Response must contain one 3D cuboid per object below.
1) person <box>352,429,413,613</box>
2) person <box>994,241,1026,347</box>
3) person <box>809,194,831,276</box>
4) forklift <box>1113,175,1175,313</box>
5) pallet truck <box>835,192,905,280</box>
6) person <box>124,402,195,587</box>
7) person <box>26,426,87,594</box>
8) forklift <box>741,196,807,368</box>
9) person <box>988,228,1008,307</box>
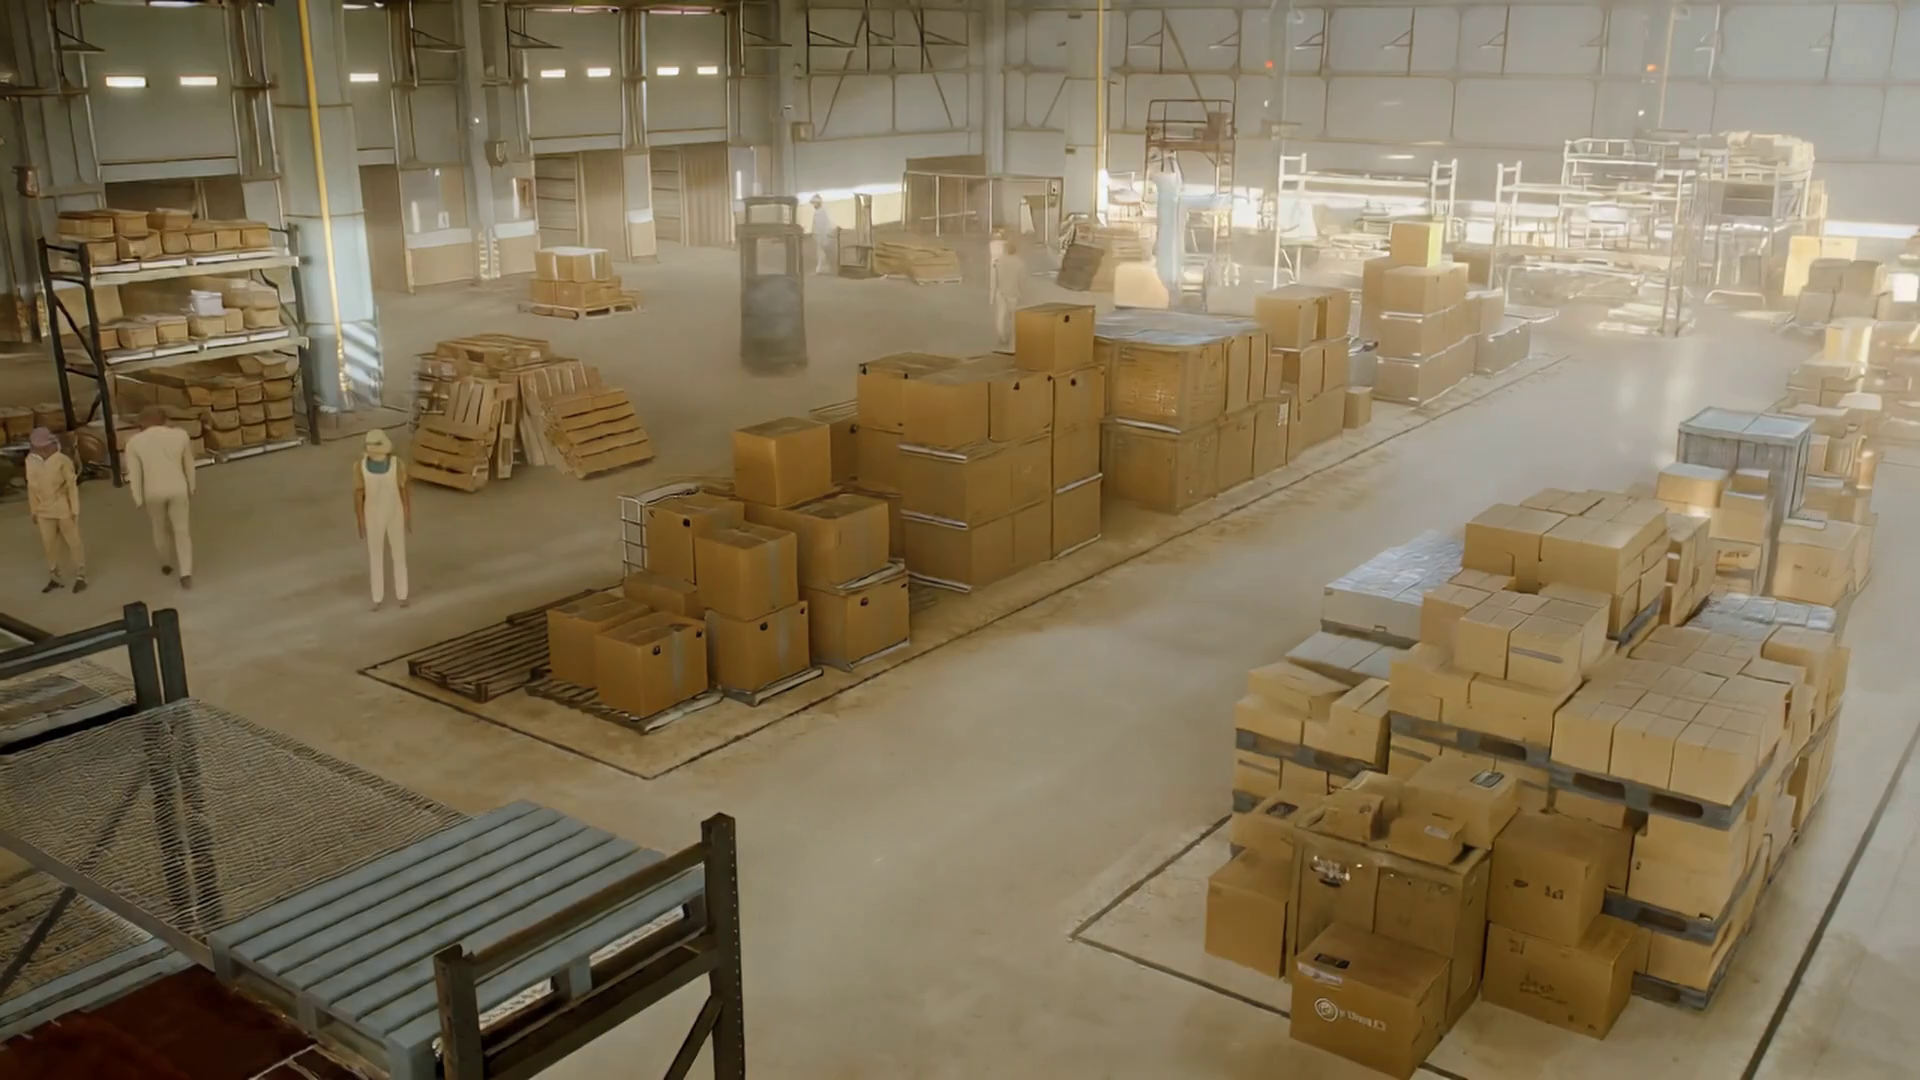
[{"bbox_3d":[-5.604,-0.192,16.198,0.515,1.832,0.349,-5,18,-18],"label":"person"},{"bbox_3d":[0.877,-4.491,30.331,0.634,1.899,0.970,5,17,16],"label":"person"},{"bbox_3d":[-3.389,-7.205,39.295,0.796,1.901,0.575,-13,21,-37],"label":"person"},{"bbox_3d":[4.016,-5.765,32.864,1.873,2.768,1.129,2,17,8],"label":"forklift"},{"bbox_3d":[-1.936,-7.159,38.982,1.885,1.965,0.823,-12,21,-34],"label":"pallet truck"},{"bbox_3d":[-8.137,-0.466,17.020,0.626,1.894,1.012,-9,19,-27],"label":"person"},{"bbox_3d":[-9.096,-0.297,16.697,0.491,1.741,0.323,1,17,3],"label":"person"},{"bbox_3d":[-3.237,-4.508,28.700,1.129,2.768,1.873,-1,17,-5],"label":"forklift"},{"bbox_3d":[0.804,-5.680,34.694,0.517,1.639,0.313,13,21,36],"label":"person"}]
